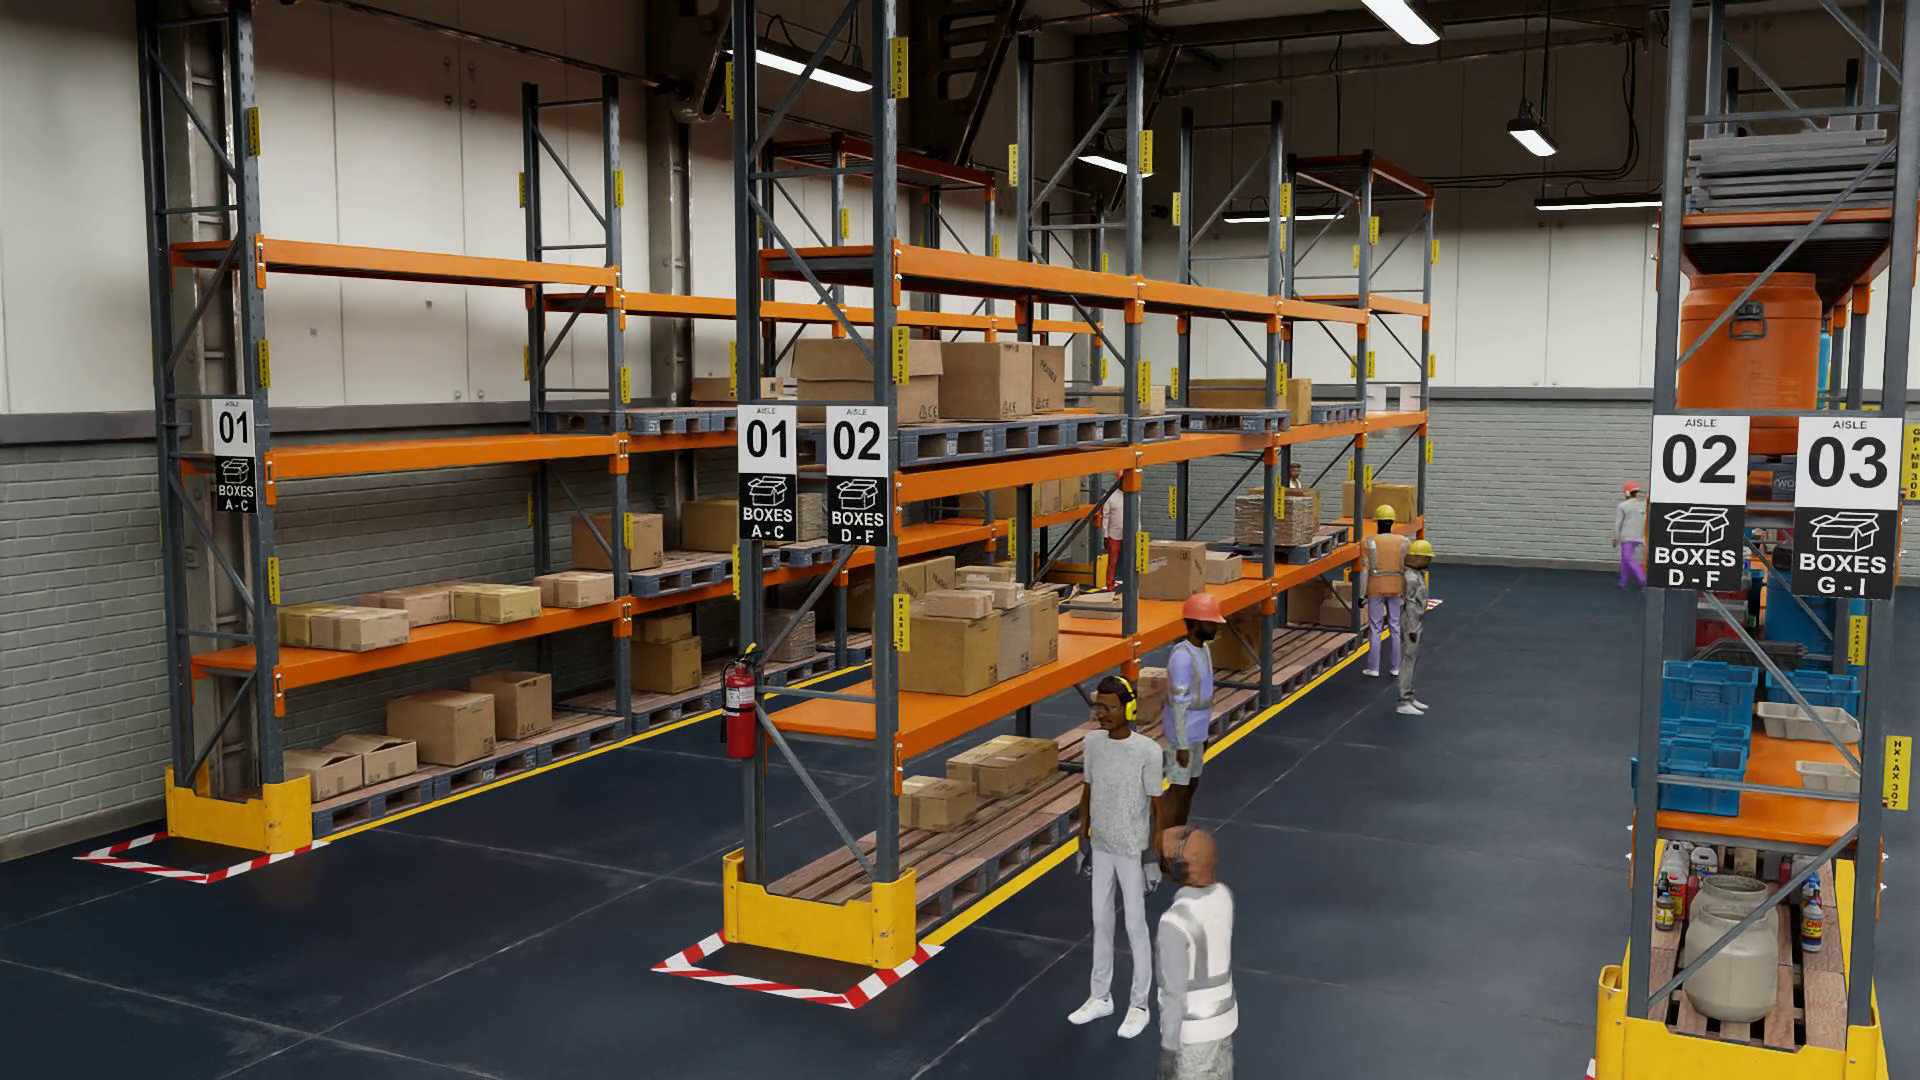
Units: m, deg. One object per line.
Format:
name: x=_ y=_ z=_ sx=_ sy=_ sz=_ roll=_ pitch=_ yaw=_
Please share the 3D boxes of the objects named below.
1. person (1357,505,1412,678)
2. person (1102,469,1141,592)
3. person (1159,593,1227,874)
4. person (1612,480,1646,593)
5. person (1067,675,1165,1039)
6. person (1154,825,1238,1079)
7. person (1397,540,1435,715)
person: x=4.713 y=0.569 z=18.504 sx=0.596 sy=1.923 sz=0.378 roll=-1 pitch=6 yaw=-5
person: x=2.366 y=-0.064 z=24.319 sx=0.612 sy=1.997 sz=0.375 roll=-2 pitch=6 yaw=-18
person: x=1.591 y=1.314 z=11.319 sx=0.430 sy=1.924 sz=0.557 roll=3 pitch=7 yaw=26
person: x=10.361 y=-0.057 z=25.611 sx=0.570 sy=1.726 sz=0.800 roll=-3 pitch=7 yaw=-26
person: x=0.816 y=1.617 z=8.589 sx=0.516 sy=1.871 sz=0.325 roll=5 pitch=8 yaw=40
person: x=0.935 y=1.937 z=6.585 sx=0.316 sy=1.639 sz=0.522 roll=4 pitch=7 yaw=35
person: x=4.549 y=0.862 z=16.569 sx=0.319 sy=1.739 sz=0.486 roll=3 pitch=6 yaw=24
